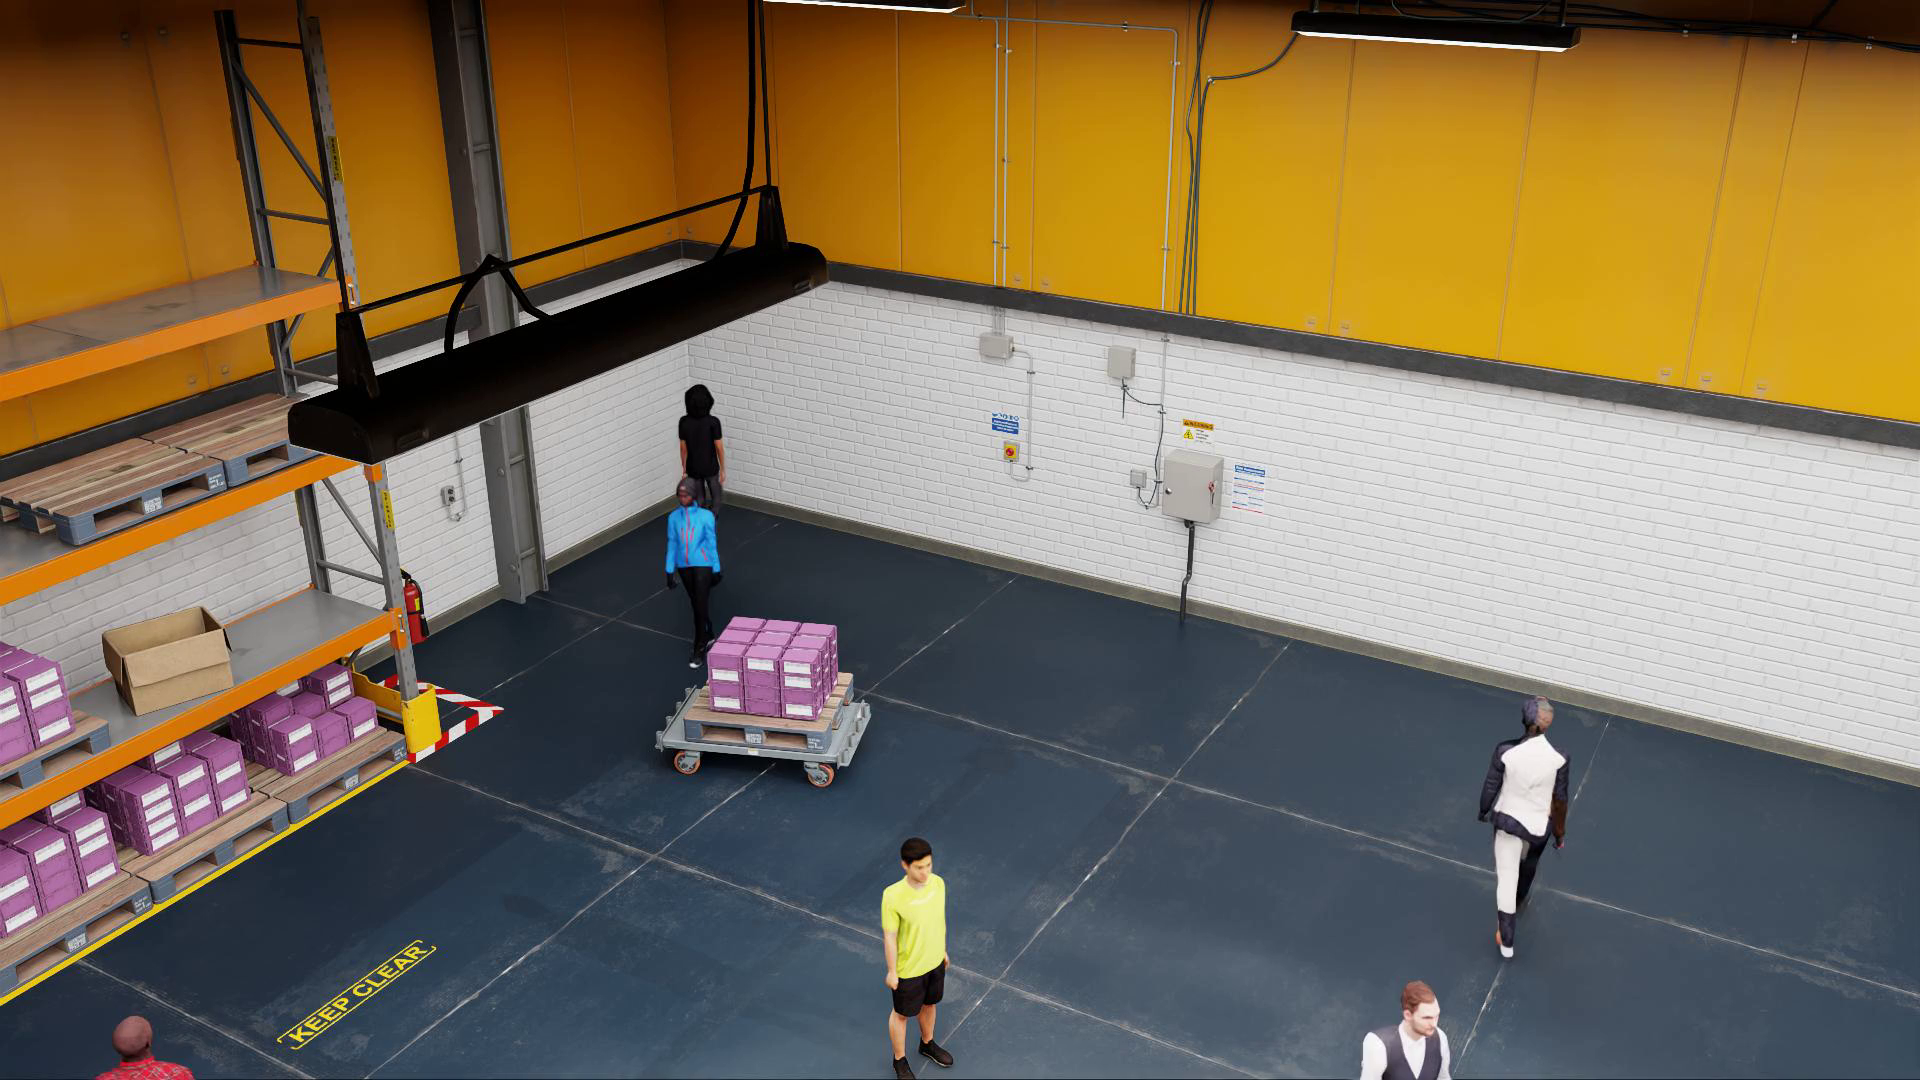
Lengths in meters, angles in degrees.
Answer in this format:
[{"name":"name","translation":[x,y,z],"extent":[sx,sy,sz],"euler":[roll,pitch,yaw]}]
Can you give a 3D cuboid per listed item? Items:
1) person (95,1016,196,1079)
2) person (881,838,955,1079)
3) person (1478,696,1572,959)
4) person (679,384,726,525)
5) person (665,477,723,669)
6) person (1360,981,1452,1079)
[{"name":"person","translation":[-4.144,3.284,8.582],"extent":[1.124,1.779,1.276],"euler":[-2,24,-5]},{"name":"person","translation":[-0.277,2.573,10.297],"extent":[0.591,1.709,0.744],"euler":[-19,30,-36]},{"name":"person","translation":[3.861,2.012,11.399],"extent":[0.910,1.854,1.171],"euler":[6,24,14]},{"name":"person","translation":[-2.763,-0.752,17.770],"extent":[0.876,1.816,1.021],"euler":[1,24,2]},{"name":"person","translation":[-2.443,0.231,15.581],"extent":[0.787,1.767,1.003],"euler":[6,24,13]},{"name":"person","translation":[2.263,3.091,8.836],"extent":[0.904,1.930,0.962],"euler":[-9,25,-19]}]
